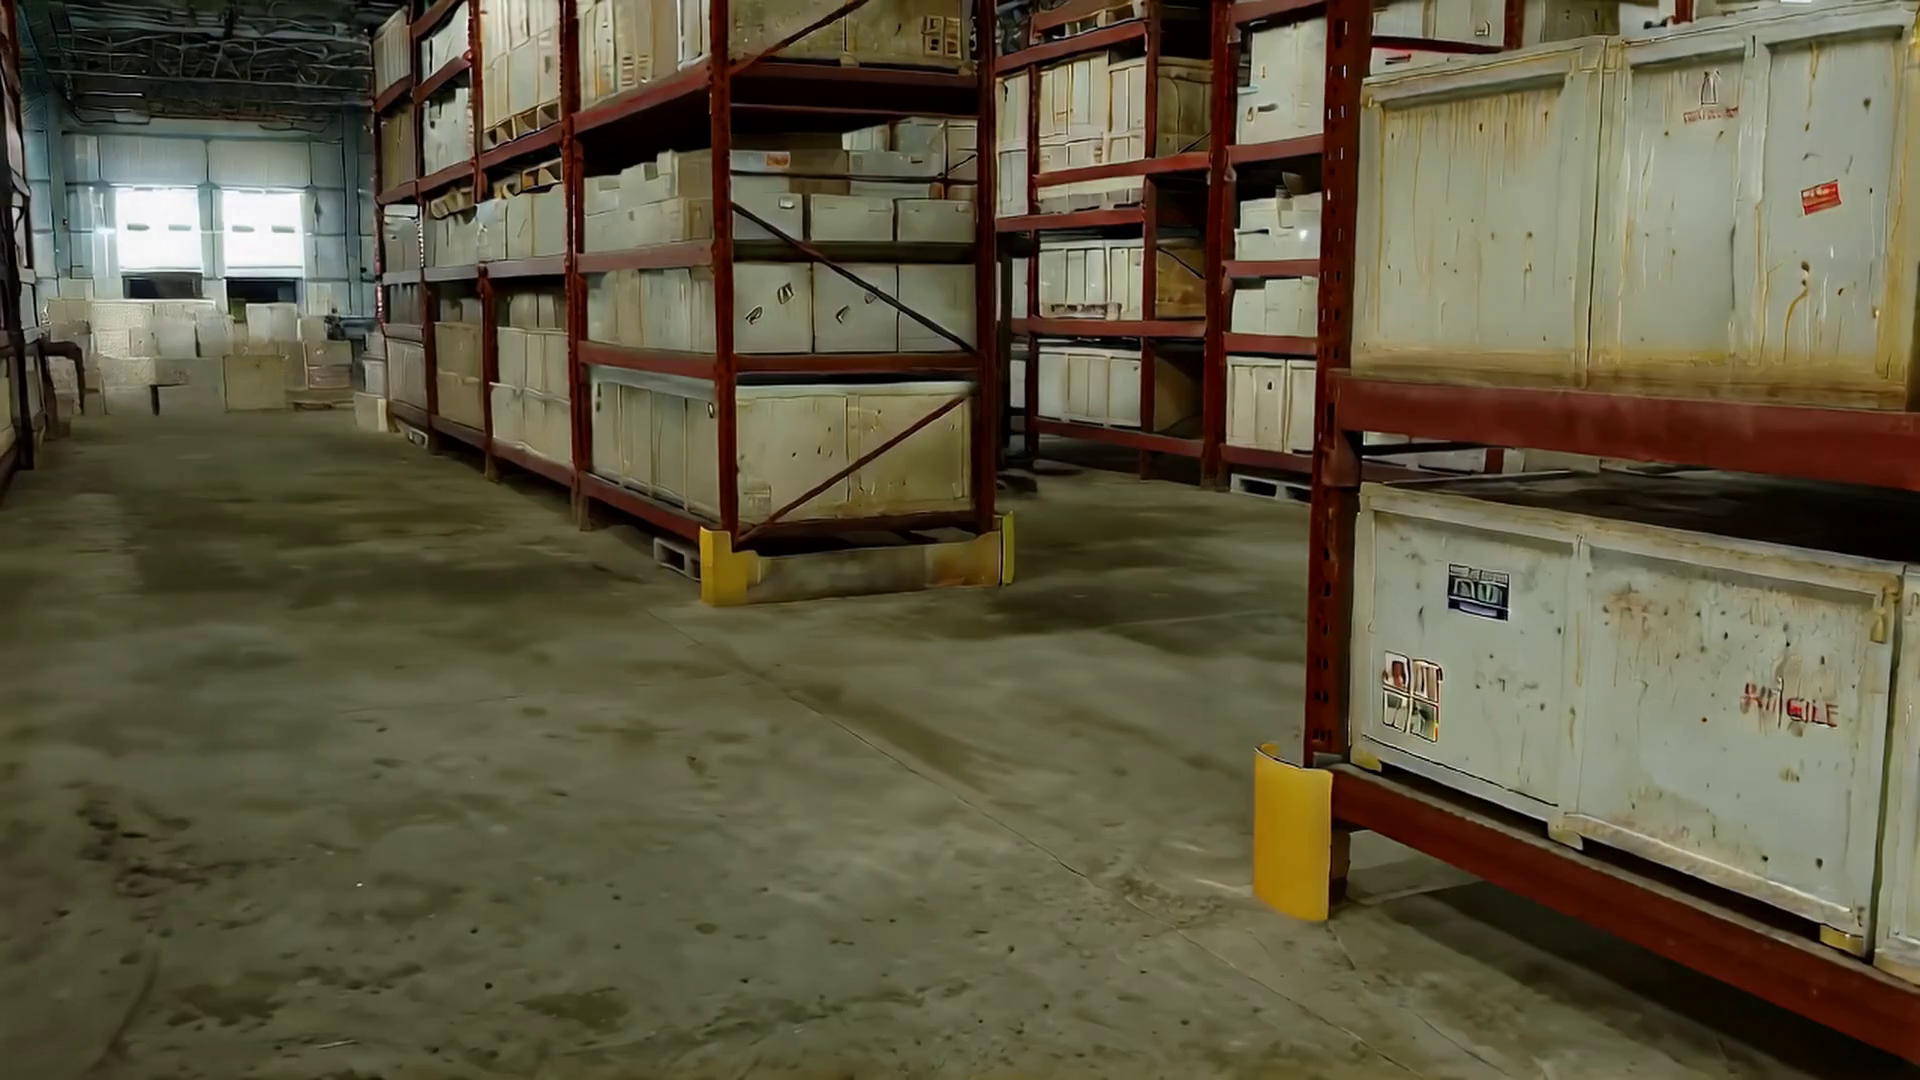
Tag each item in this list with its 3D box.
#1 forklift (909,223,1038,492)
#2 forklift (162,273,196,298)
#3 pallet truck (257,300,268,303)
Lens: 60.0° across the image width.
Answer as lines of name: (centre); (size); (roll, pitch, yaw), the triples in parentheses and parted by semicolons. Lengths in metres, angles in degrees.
forklift: (-0.111, -1.948, 17.523); (1.129, 2.768, 1.873); (-4, 9, -26)
forklift: (-24.331, -6.948, 52.001); (1.873, 2.768, 1.129); (6, 10, 37)
pallet truck: (-23.913, -7.404, 58.171); (1.885, 1.965, 0.823); (-1, 8, -9)
